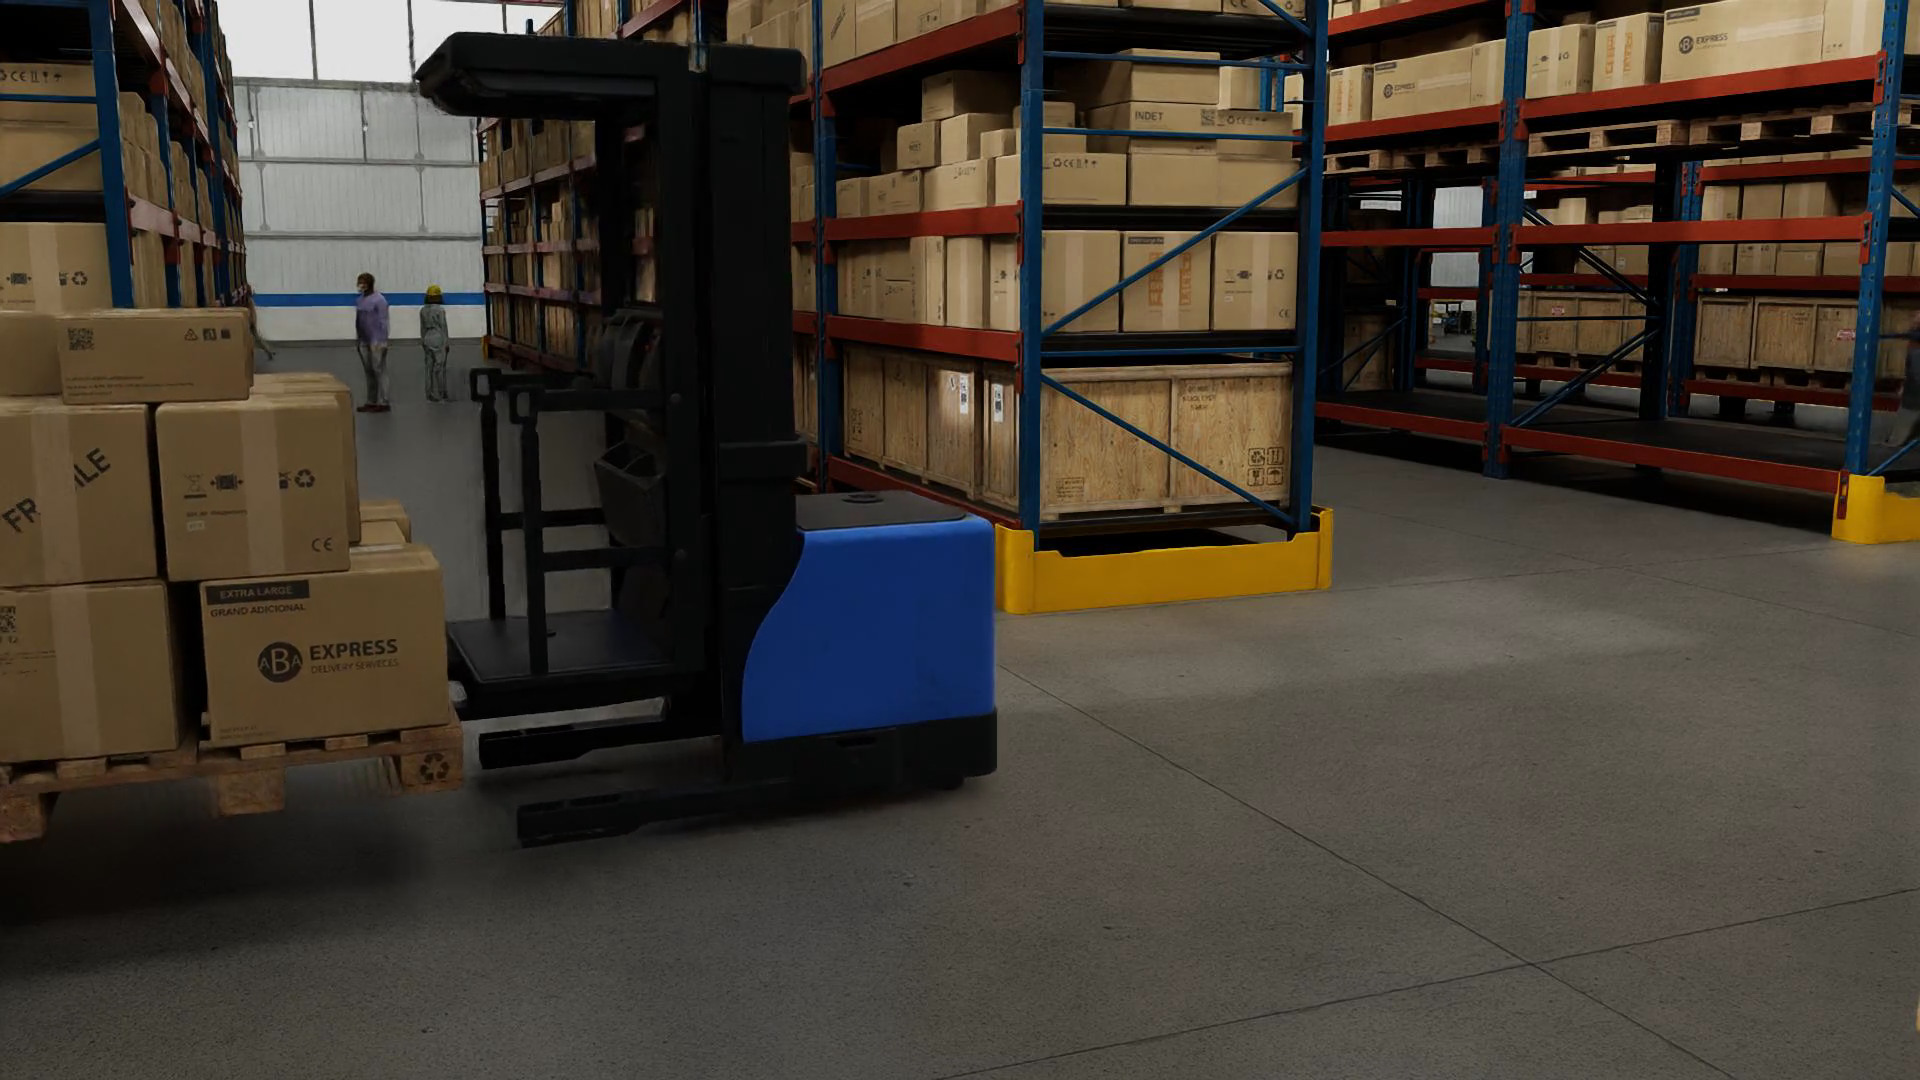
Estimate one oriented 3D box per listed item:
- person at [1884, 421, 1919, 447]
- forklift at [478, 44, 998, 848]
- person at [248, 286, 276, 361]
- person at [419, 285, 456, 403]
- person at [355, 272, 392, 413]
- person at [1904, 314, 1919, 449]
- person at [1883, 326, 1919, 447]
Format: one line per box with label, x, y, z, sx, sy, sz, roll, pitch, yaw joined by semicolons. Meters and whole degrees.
person;10.229;-1.742;17.275;0.539;1.874;1.000;-4;10;-24
forklift;-0.883;-0.428;6.426;1.873;2.768;1.129;-4;10;-23
person;-14.834;-4.544;34.890;0.791;1.606;0.518;-3;10;-20
person;-7.750;-2.896;24.608;0.483;1.745;0.301;4;10;25
person;-8.128;-2.727;23.013;0.635;1.936;0.356;7;11;34
person;9.593;-1.555;16.155;0.649;1.890;0.634;1;10;5
person;8.447;-1.175;14.750;0.496;1.595;0.844;-5;11;-27
